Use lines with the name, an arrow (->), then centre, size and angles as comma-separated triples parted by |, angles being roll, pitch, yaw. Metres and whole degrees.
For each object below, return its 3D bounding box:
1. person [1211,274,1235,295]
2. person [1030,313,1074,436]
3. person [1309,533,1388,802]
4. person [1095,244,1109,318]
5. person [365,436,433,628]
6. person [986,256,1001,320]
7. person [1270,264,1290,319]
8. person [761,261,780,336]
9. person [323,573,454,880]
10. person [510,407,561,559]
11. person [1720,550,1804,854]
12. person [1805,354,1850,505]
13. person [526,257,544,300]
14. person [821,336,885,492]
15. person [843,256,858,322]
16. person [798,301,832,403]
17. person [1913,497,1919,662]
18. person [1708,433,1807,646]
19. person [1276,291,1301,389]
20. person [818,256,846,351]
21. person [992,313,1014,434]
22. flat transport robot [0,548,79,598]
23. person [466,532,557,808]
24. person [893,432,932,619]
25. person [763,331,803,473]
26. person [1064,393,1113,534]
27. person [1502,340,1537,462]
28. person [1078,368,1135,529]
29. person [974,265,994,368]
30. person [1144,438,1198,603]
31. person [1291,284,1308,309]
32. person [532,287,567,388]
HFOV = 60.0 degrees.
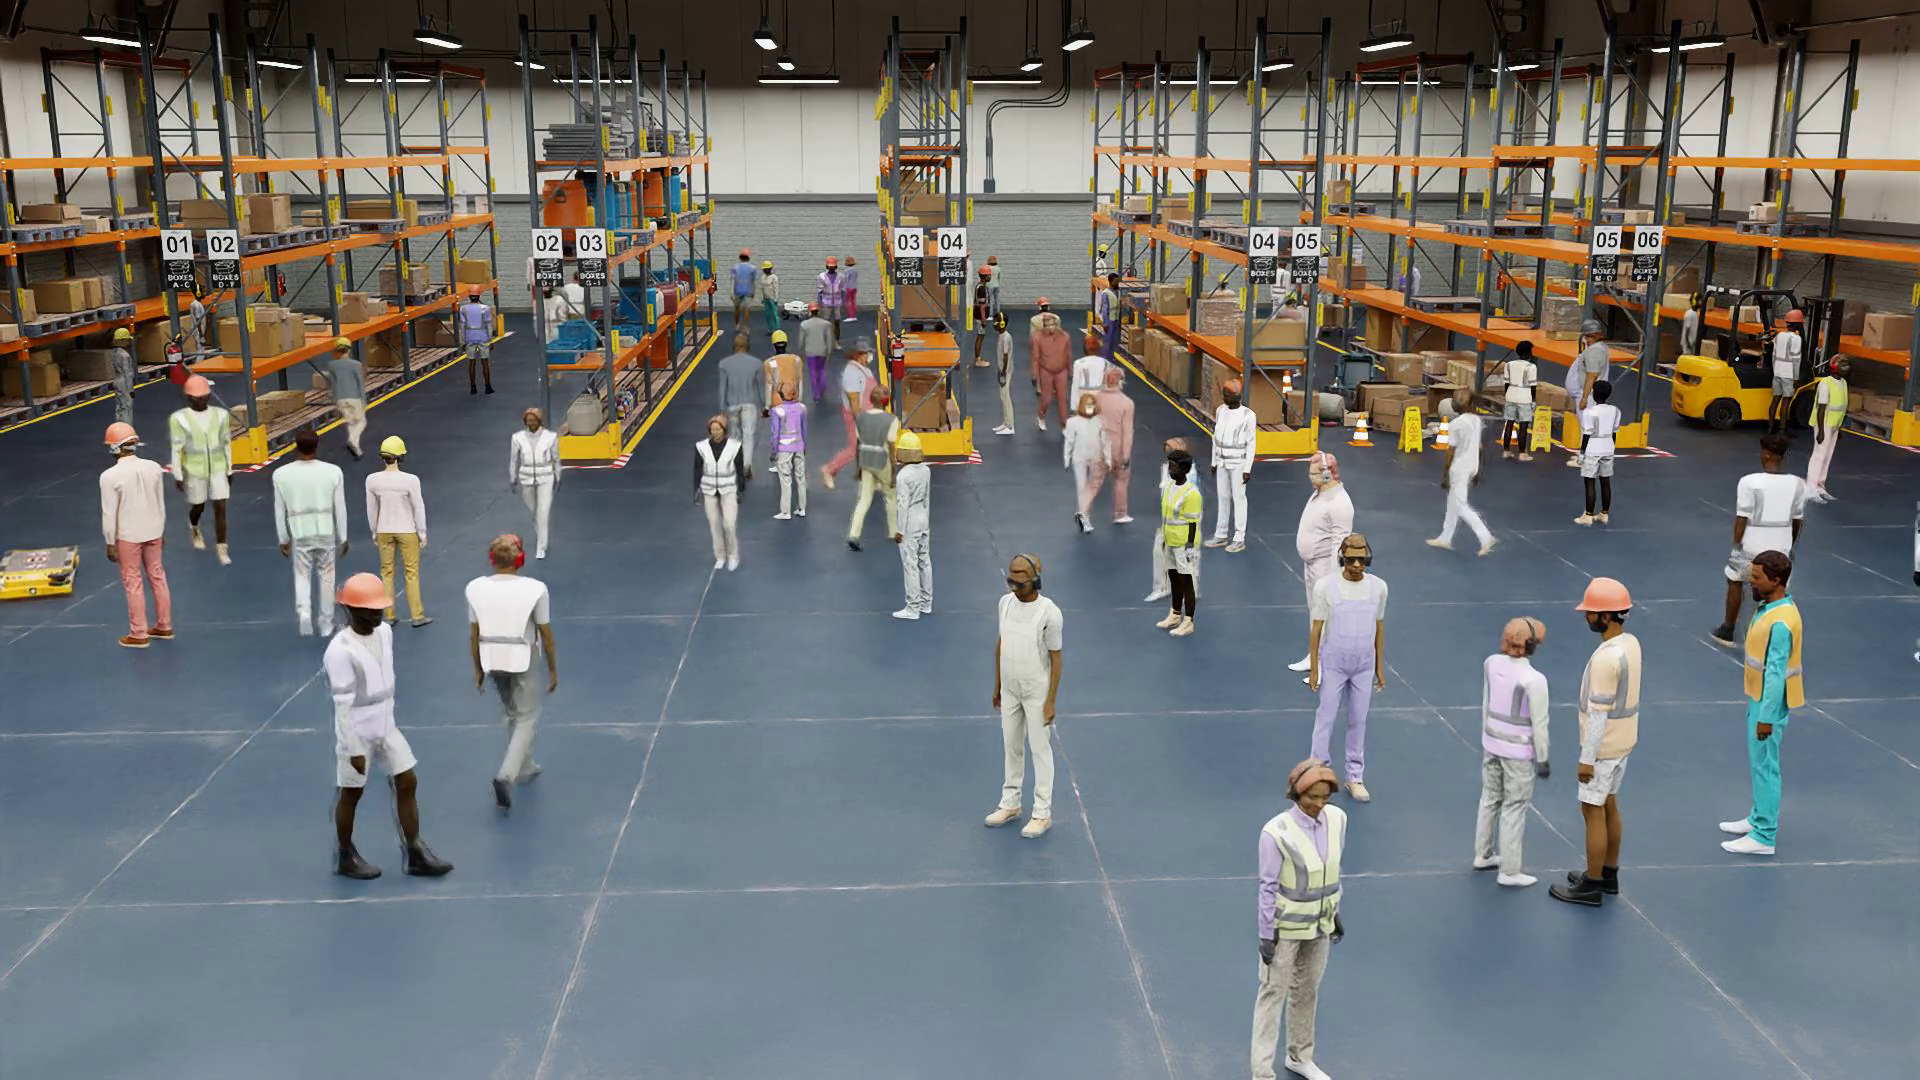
person -> 5.402, -4.605, 34.390 | 0.536, 1.746, 0.628 | 3, 14, 11
person -> 1.402, -2.544, 25.417 | 0.716, 1.870, 0.662 | -4, 14, -16
person -> 2.579, 0.850, 11.084 | 0.514, 1.844, 0.328 | -1, 13, -6
person -> 3.580, -6.544, 42.257 | 0.381, 1.917, 0.586 | 3, 14, 14
person -> -5.112, -0.069, 15.151 | 0.532, 1.768, 0.311 | 1, 13, 4
person -> 0.835, -6.410, 42.315 | 0.509, 1.626, 0.282 | -10, 16, -36
person -> 7.349, -5.557, 38.162 | 0.358, 1.880, 0.575 | -9, 16, -32
person -> -4.418, -5.586, 38.550 | 0.526, 1.758, 0.361 | 12, 18, 40
person -> -3.408, 1.124, 9.795 | 0.845, 1.900, 0.571 | 5, 14, 19
person -> -4.575, -0.654, 17.971 | 0.525, 1.604, 0.800 | -1, 13, -3
person -> 5.018, 0.999, 10.322 | 0.380, 1.910, 0.592 | 5, 14, 20
person -> 10.702, -1.378, 20.519 | 0.564, 1.847, 0.395 | -11, 17, -39
person -> -10.638, -6.522, 42.113 | 0.661, 1.932, 1.049 | -4, 14, -17
person -> -1.323, -1.600, 21.046 | 0.767, 2.000, 0.690 | 4, 14, 16
person -> -2.761, -6.330, 41.956 | 0.286, 1.632, 0.504 | 9, 16, 32
person -> -2.526, -3.260, 28.743 | 0.563, 1.725, 0.686 | -5, 14, -20
person -> 8.235, 0.192, 13.774 | 0.598, 1.900, 0.788 | 4, 14, 16
person -> 6.896, 0.020, 14.394 | 0.646, 1.932, 0.841 | 0, 13, -2
person -> 5.991, -3.642, 30.289 | 0.336, 1.765, 0.545 | -12, 18, -41
person -> -2.747, -5.078, 35.780 | 0.615, 2.039, 0.392 | -3, 14, -12
person -> 0.665, -2.550, 25.471 | 0.325, 1.861, 0.502 | -1, 13, -6
flat transport robot -> -9.295, 0.305, 16.767 | 0.652, 0.197, 1.431 | -6, 15, -24
person -> -3.004, 0.853, 11.134 | 0.575, 1.819, 0.815 | 2, 13, 9
person -> -0.460, -0.138, 15.488 | 0.314, 1.743, 0.493 | 8, 15, 30
person -> -2.387, -1.855, 22.388 | 0.584, 1.918, 0.381 | -9, 16, -34
person -> 1.455, -0.894, 19.024 | 0.505, 1.586, 0.870 | -4, 14, -16
person -> 7.820, -1.938, 23.224 | 0.320, 1.692, 0.531 | -9, 16, -34
person -> 1.689, -1.042, 19.104 | 0.653, 1.873, 0.940 | 9, 16, 34
person -> 0.478, -4.463, 33.202 | 0.415, 2.034, 0.605 | 0, 13, 0
person -> 2.039, -0.169, 15.887 | 0.639, 1.613, 0.534 | -10, 17, -37
person -> 9.158, -7.094, 44.680 | 0.577, 1.870, 0.731 | 0, 13, 1
person -> -7.496, -3.817, 30.485 | 0.625, 2.021, 0.756 | -2, 13, -7
